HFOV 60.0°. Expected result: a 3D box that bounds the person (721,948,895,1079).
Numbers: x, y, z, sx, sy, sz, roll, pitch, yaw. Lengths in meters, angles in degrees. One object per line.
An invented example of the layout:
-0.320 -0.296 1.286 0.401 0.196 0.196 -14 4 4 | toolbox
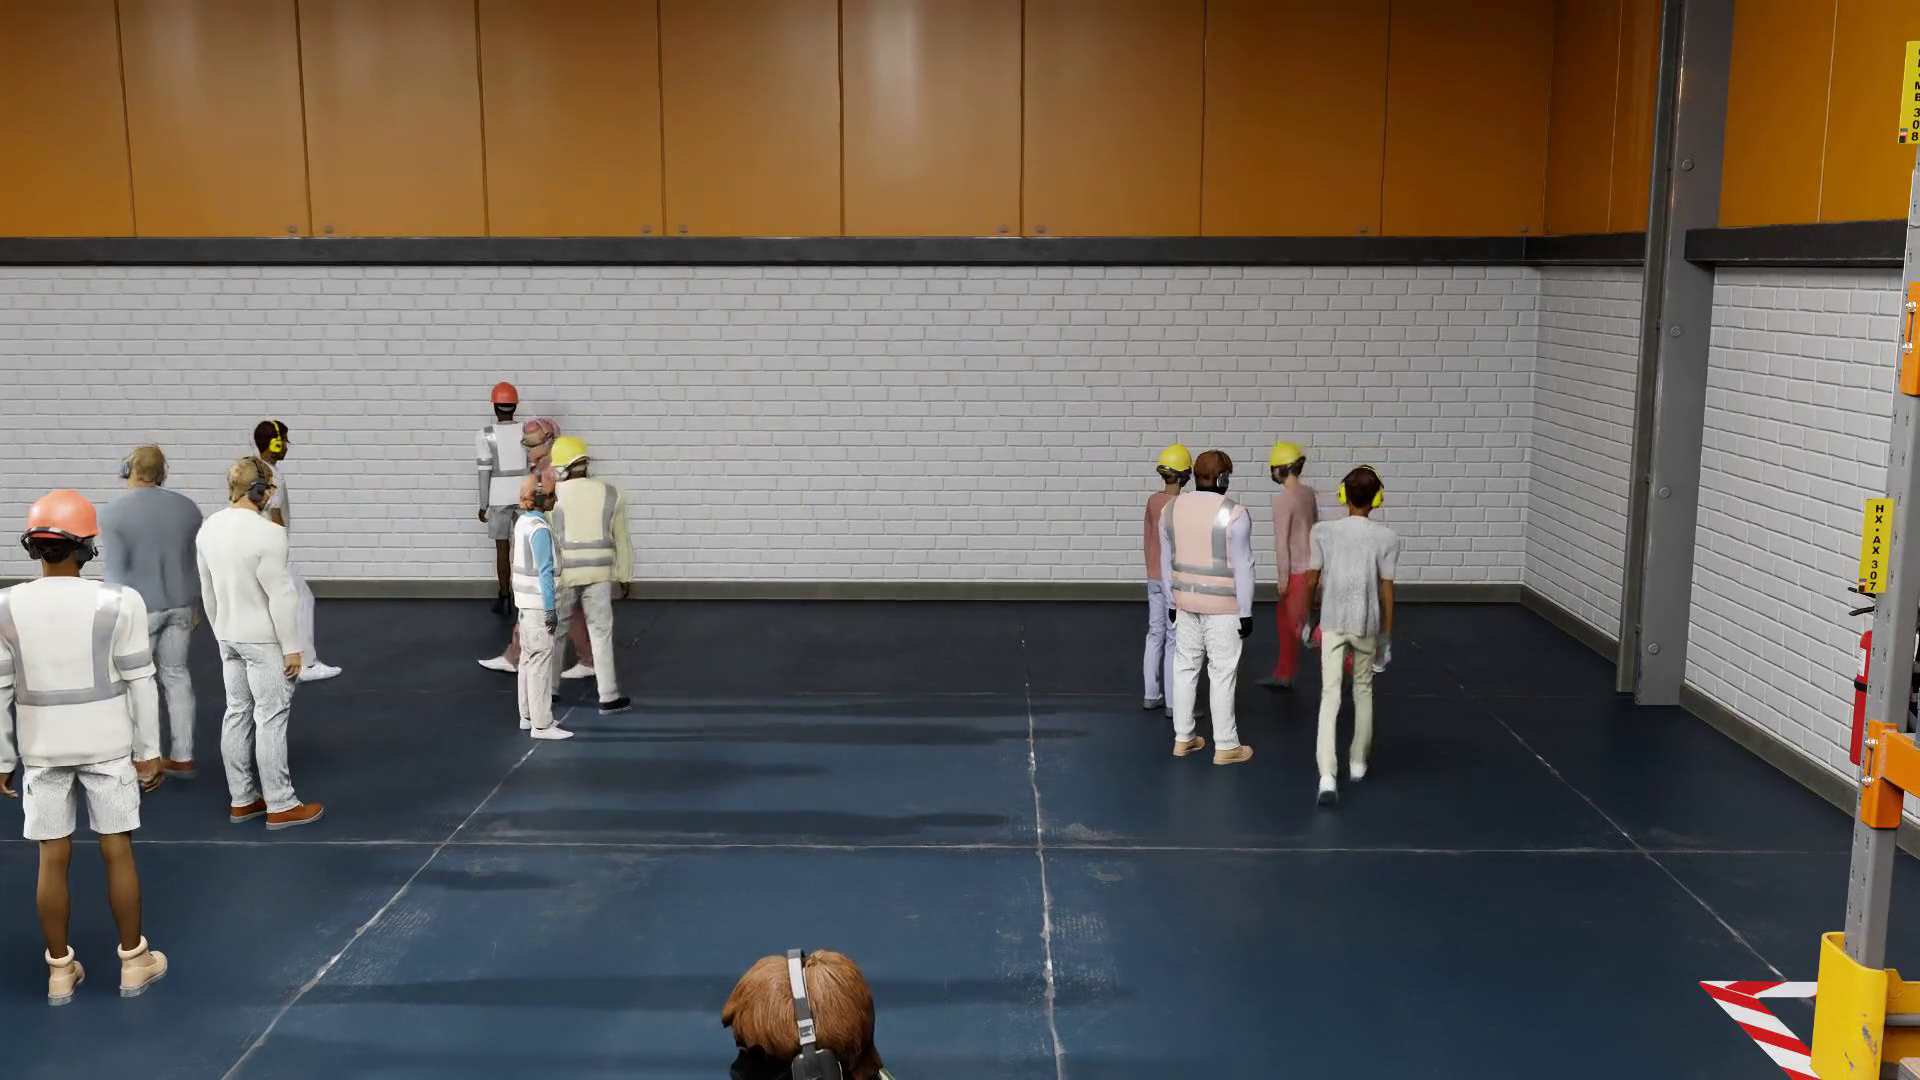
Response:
-0.215 1.559 2.780 0.429 1.830 0.635 -2 10 -13 | person

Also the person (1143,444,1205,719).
1.373 0.265 10.695 0.297 1.772 0.533 -5 11 -26 | person

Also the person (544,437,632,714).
-2.483 0.229 10.860 0.657 1.797 0.608 -4 10 -24 | person

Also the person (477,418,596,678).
-2.935 0.079 11.567 0.904 1.853 0.721 -3 10 -16 | person

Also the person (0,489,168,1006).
-3.491 0.814 6.591 0.614 2.041 0.390 -2 10 -14 | person

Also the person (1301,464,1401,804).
2.124 0.508 9.111 0.521 1.824 0.929 2 10 14 | person

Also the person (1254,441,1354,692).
2.370 0.203 11.188 0.742 1.725 0.540 6 11 33 | person

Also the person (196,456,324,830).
-3.640 0.532 8.607 0.627 1.934 0.372 5 11 29 | person

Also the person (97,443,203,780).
-4.543 0.409 9.443 0.513 1.897 0.650 6 11 33 | person

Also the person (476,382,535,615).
-3.751 -0.346 13.852 0.542 1.939 0.362 -6 11 -30 | person

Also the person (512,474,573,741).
-2.588 0.408 10.237 0.311 1.636 0.523 -5 11 -28 | person

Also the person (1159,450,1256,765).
1.468 0.388 9.751 0.622 1.843 0.429 9 13 42 | person

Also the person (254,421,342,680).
-4.674 0.093 11.520 0.538 1.835 0.777 8 12 38 | person
